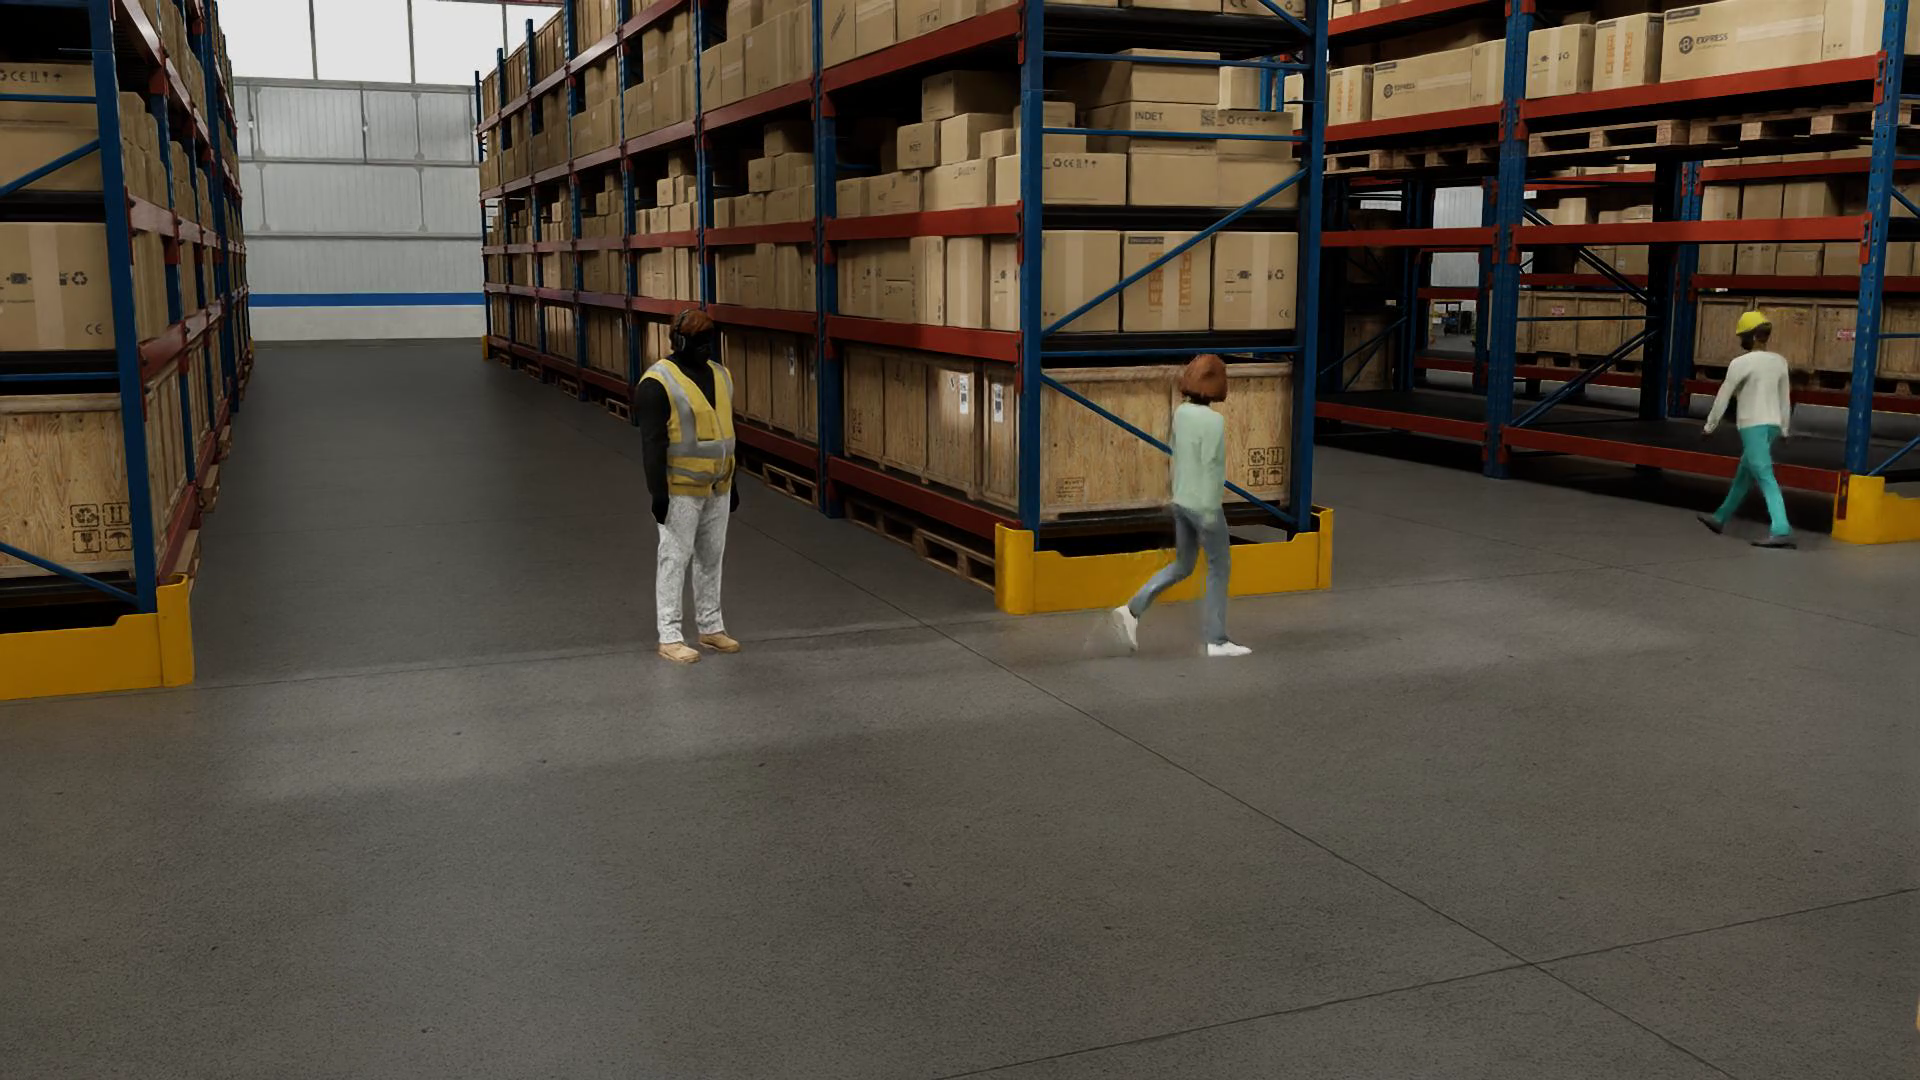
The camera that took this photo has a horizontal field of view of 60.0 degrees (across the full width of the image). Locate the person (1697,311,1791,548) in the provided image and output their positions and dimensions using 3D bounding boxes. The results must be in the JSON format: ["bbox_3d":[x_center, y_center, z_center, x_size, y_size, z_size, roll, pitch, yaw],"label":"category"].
[{"bbox_3d":[5.835,-0.828,12.302,0.545,1.701,0.931,-4,10,-25],"label":"person"}]

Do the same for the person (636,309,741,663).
[{"bbox_3d":[-1.386,-0.279,8.687,0.431,1.836,0.618,6,11,34],"label":"person"}]

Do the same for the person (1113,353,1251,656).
[{"bbox_3d":[1.178,-0.168,8.684,0.675,1.614,0.503,-3,10,-18],"label":"person"}]

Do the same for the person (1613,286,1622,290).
[{"bbox_3d":[20.521,-7.485,52.106,0.391,1.736,0.585,-4,10,-21],"label":"person"}]
